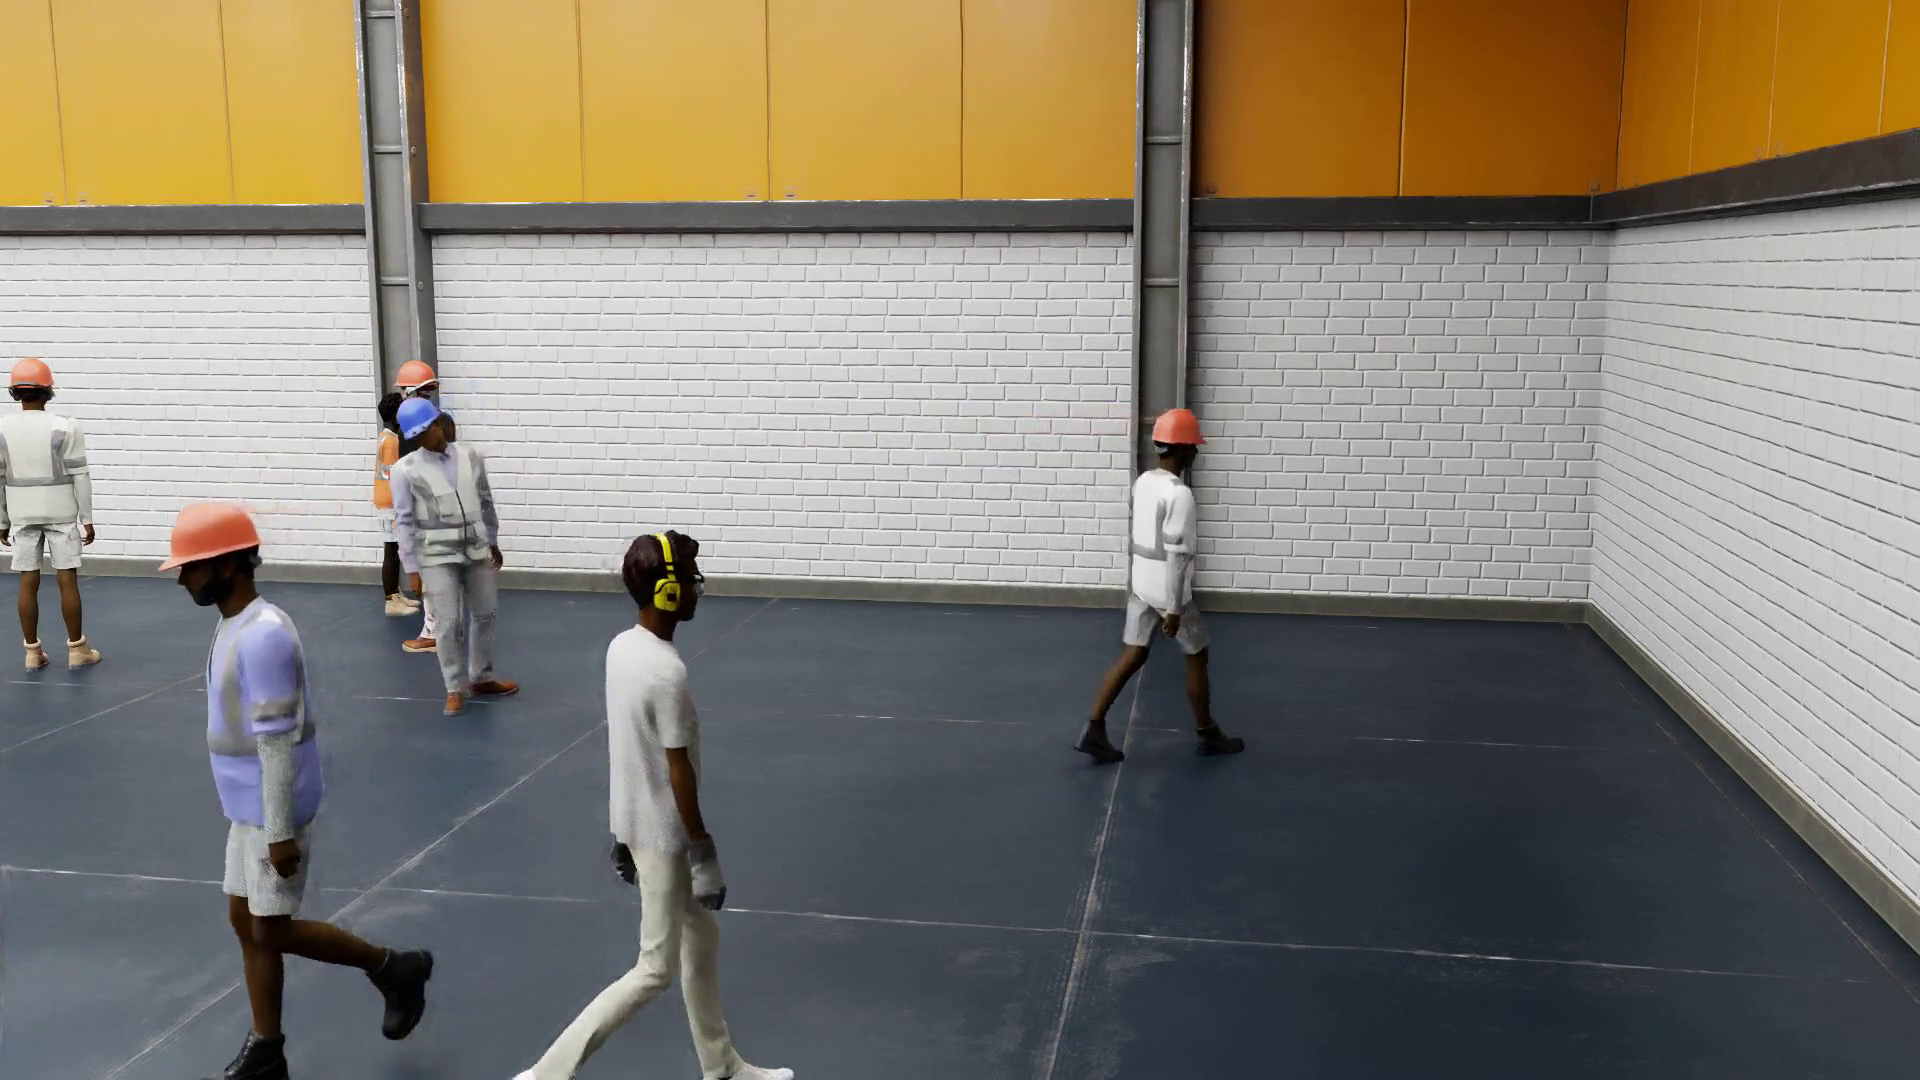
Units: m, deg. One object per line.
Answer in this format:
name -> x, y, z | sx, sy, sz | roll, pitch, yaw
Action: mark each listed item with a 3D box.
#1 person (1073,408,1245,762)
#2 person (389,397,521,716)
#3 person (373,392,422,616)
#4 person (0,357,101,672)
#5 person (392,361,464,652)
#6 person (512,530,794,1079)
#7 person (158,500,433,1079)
person -> 1.036, 0.249, 8.782 | 0.976, 1.895, 0.559 | -4, 10, -23
person -> -2.969, 0.088, 9.808 | 0.410, 1.880, 0.781 | 8, 12, 40
person -> -4.276, -0.272, 12.606 | 0.320, 1.694, 0.532 | -2, 10, -15
person -> -5.954, -0.160, 10.816 | 0.608, 2.048, 0.368 | -2, 9, -11
person -> -3.665, -0.229, 11.404 | 0.396, 1.992, 0.622 | 2, 9, 11
person -> -0.942, 0.888, 4.982 | 0.853, 1.844, 0.521 | -4, 10, -23
person -> -2.115, 0.807, 5.288 | 0.694, 1.912, 0.565 | -6, 11, -31
